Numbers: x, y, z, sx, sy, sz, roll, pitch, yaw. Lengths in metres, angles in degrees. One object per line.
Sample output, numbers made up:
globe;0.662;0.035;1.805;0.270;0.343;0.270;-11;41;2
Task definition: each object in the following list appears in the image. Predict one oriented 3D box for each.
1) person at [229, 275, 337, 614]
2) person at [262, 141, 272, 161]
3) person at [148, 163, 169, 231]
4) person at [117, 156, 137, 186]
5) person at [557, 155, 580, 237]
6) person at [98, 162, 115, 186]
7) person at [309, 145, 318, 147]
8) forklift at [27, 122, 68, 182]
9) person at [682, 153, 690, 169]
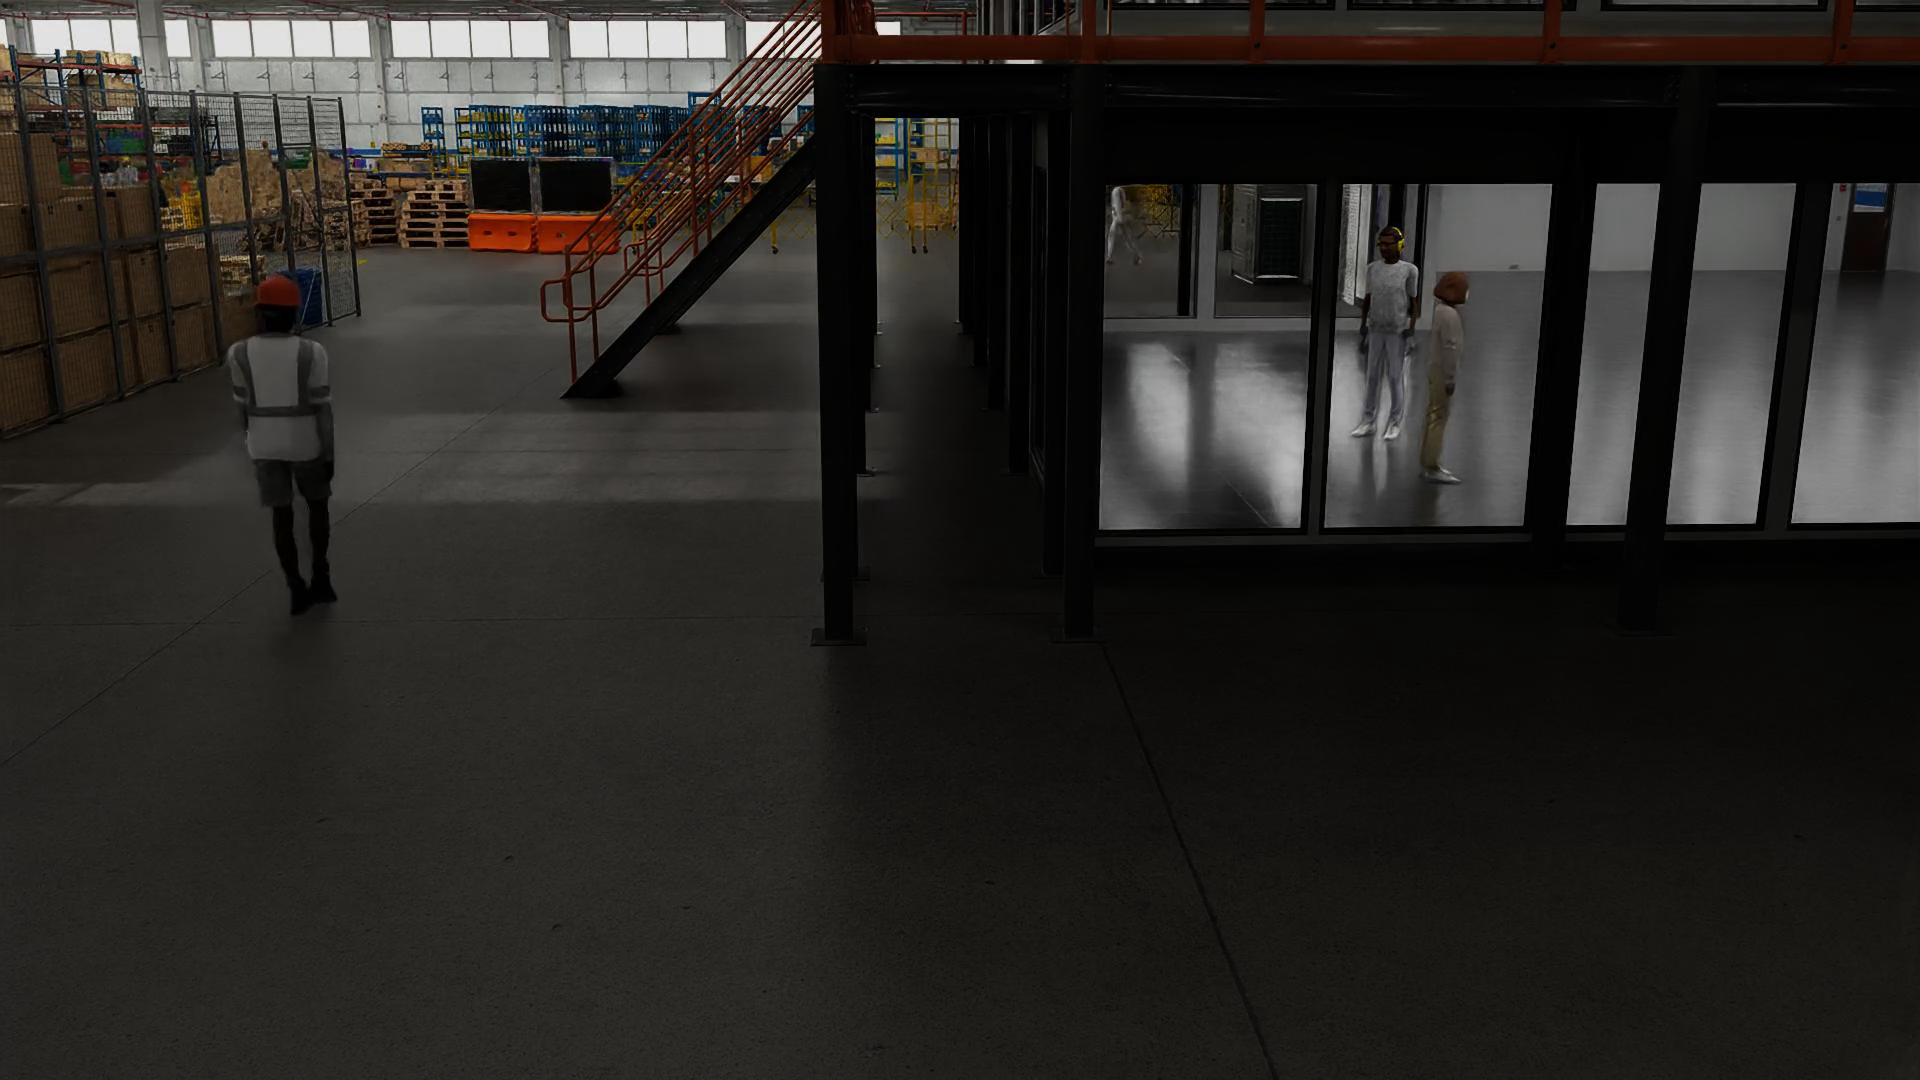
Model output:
person;-3.806;-0.530;9.423;0.538;1.914;0.463;-3;14;-11
person;-31.582;-17.168;75.742;0.612;1.997;0.375;7;16;27
person;-15.571;-6.317;32.375;0.380;1.995;0.611;-9;17;-32
person;-24.725;-10.475;49.350;0.625;1.815;0.515;0;14;-2
person;-9.058;-7.908;38.671;0.422;2.024;0.631;5;15;21
person;-24.234;-9.838;47.092;0.540;1.673;0.630;0;14;1
person;-36.321;-21.527;93.515;0.430;1.832;0.634;13;19;42
forklift;-35.376;-14.773;64.377;1.129;2.768;1.873;-1;14;-2
person;-10.663;-14.408;65.226;0.565;1.744;0.322;6;15;24
